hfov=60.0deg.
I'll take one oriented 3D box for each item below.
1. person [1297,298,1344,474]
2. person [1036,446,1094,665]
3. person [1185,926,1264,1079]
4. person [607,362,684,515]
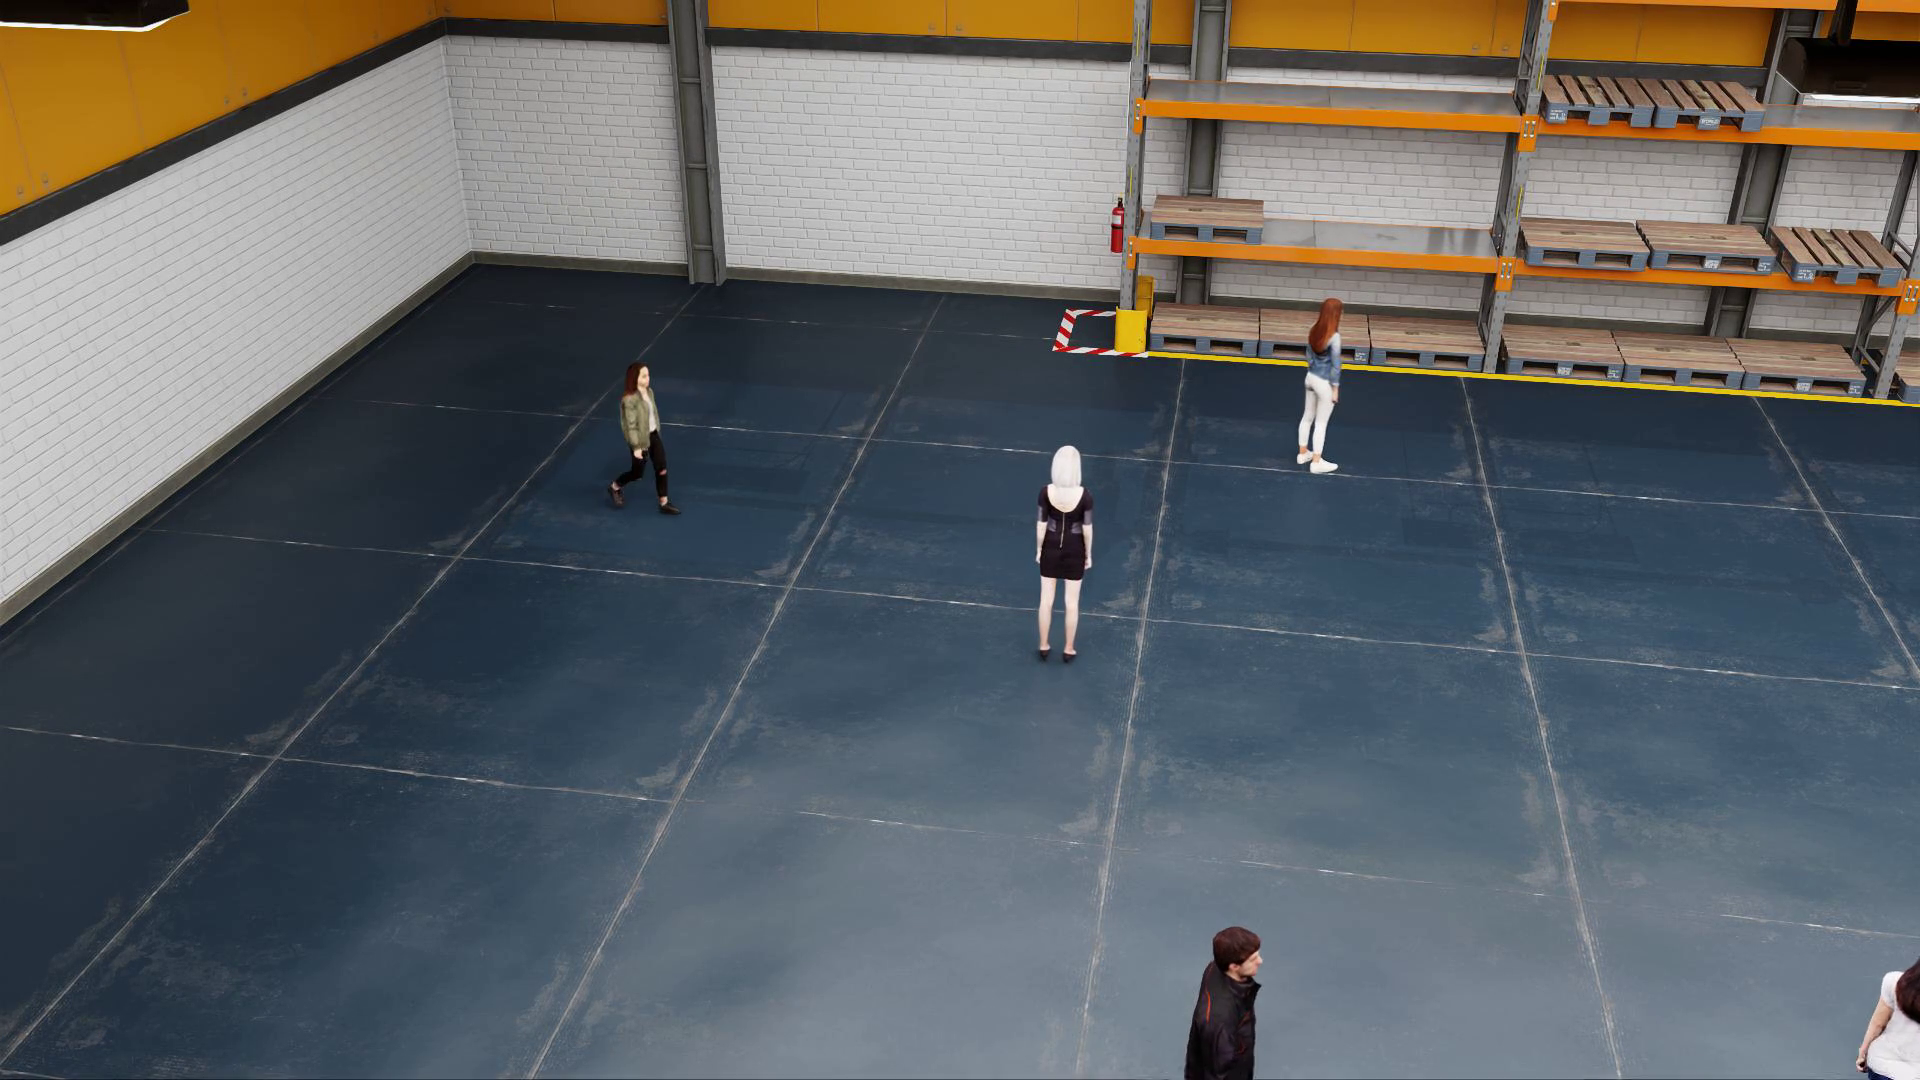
[{"bbox_3d":[3.408,-1.475,15.743,0.699,1.702,0.685,-12,31,-20],"label":"person"},{"bbox_3d":[0.785,0.124,12.677,0.420,1.832,0.628,5,29,9],"label":"person"},{"bbox_3d":[1.167,2.619,8.110,0.703,1.824,0.741,7,29,12],"label":"person"},{"bbox_3d":[-2.900,-0.896,14.939,1.021,1.455,0.773,15,32,25],"label":"person"}]
